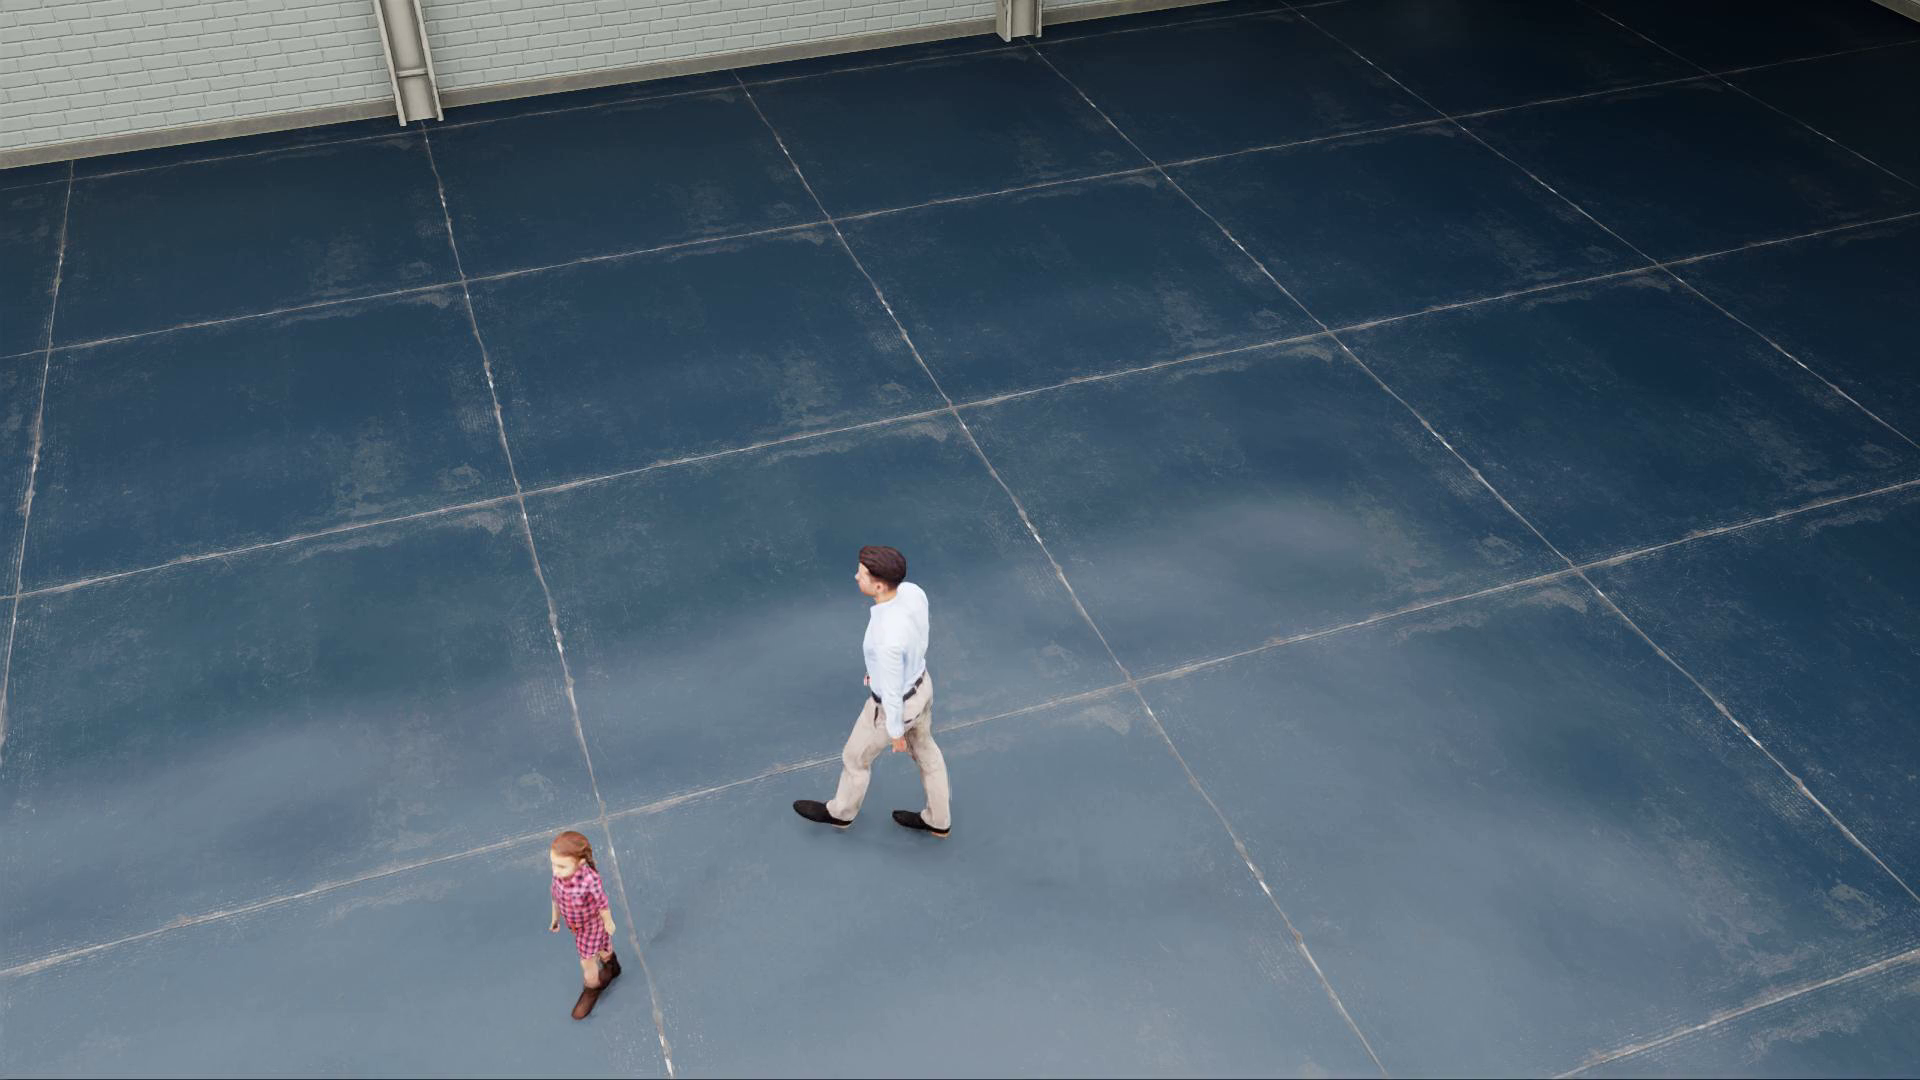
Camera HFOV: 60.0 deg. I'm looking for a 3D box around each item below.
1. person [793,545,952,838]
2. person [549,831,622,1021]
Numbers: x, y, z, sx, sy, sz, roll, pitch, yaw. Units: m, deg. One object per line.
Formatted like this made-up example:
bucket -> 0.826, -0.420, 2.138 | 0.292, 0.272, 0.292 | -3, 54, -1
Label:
person -> -0.218, 0.788, 7.978 | 1.124, 1.819, 1.014 | 12, 40, 15
person -> -1.659, 1.665, 7.515 | 0.584, 1.009, 0.654 | 21, 43, 24
